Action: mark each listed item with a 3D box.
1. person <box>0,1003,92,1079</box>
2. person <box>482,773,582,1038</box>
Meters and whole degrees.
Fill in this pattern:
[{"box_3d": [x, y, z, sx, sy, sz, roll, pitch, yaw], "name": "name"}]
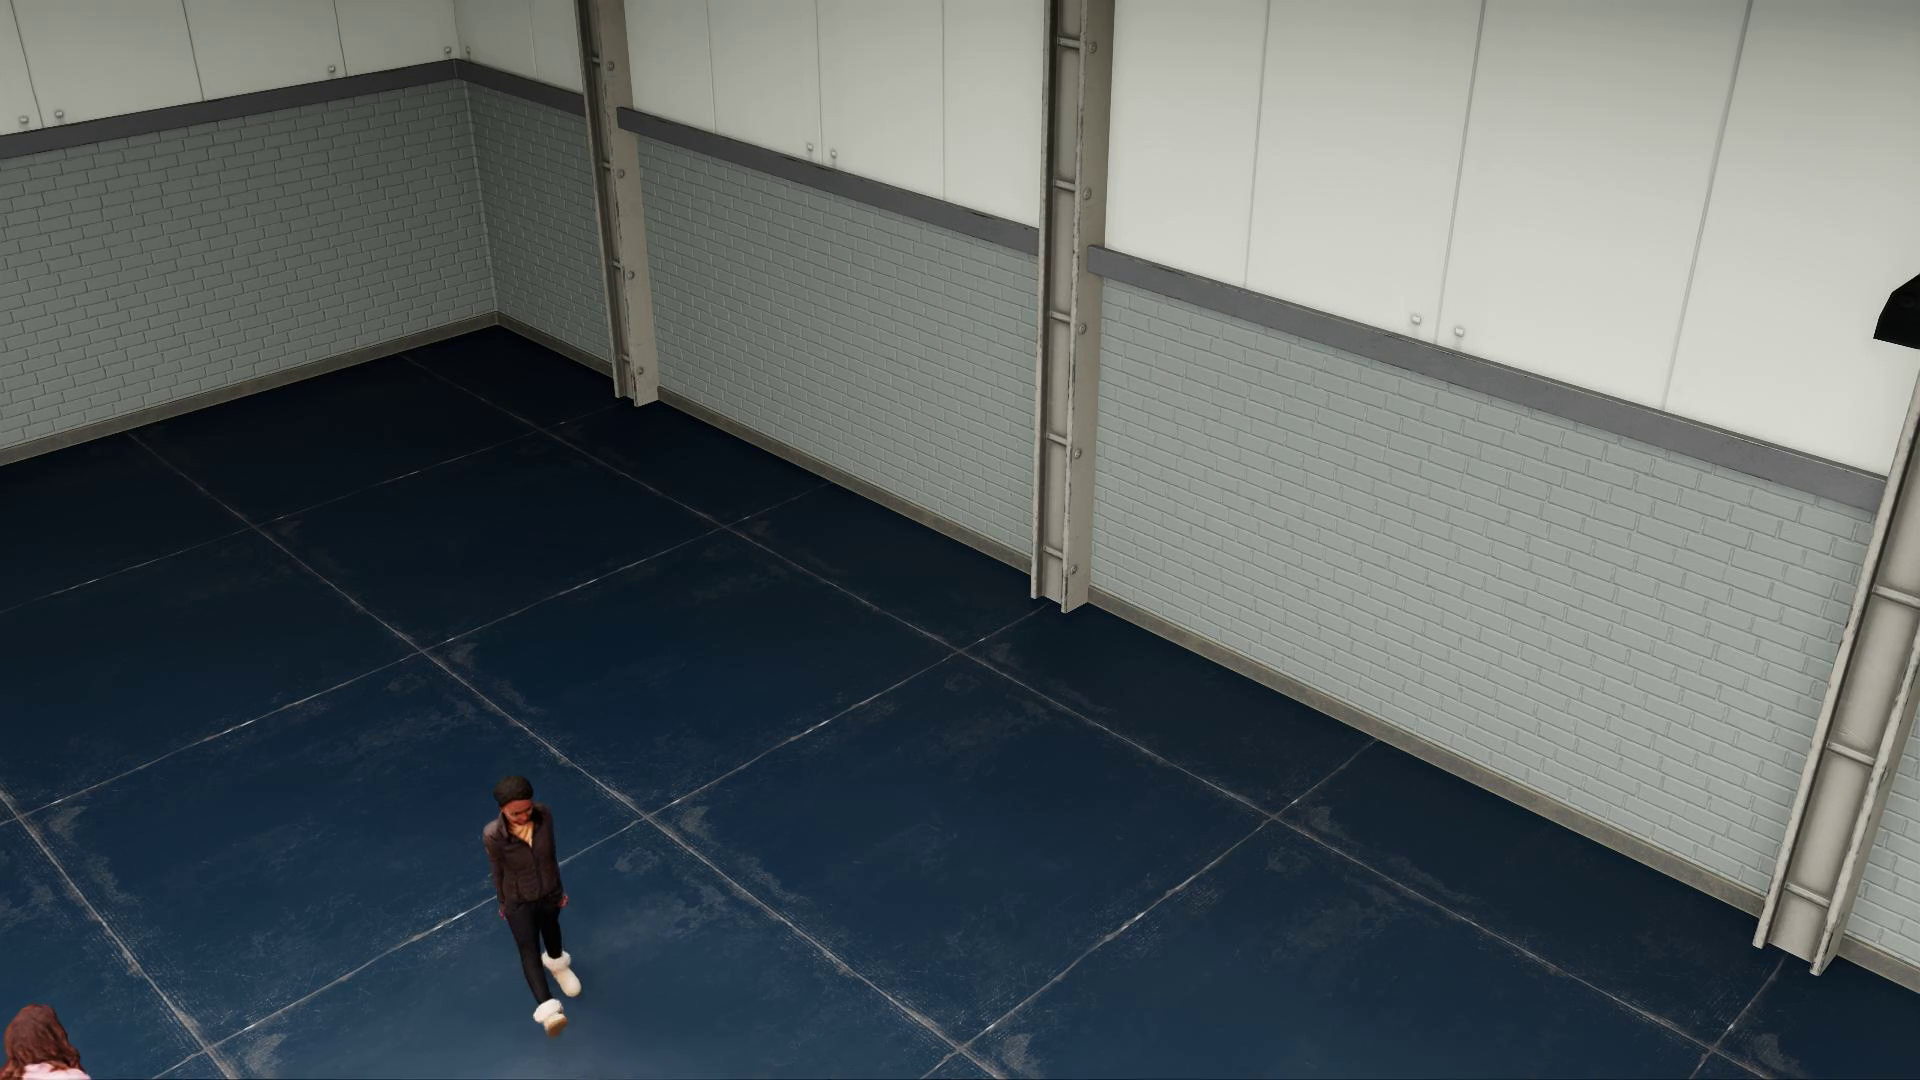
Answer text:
[{"box_3d": [-3.993, 2.840, 7.506, 0.682, 1.801, 0.745, 0, 28, 1], "name": "person"}, {"box_3d": [-2.286, 2.026, 9.201, 0.686, 1.644, 1.034, -21, 34, -34], "name": "person"}]
